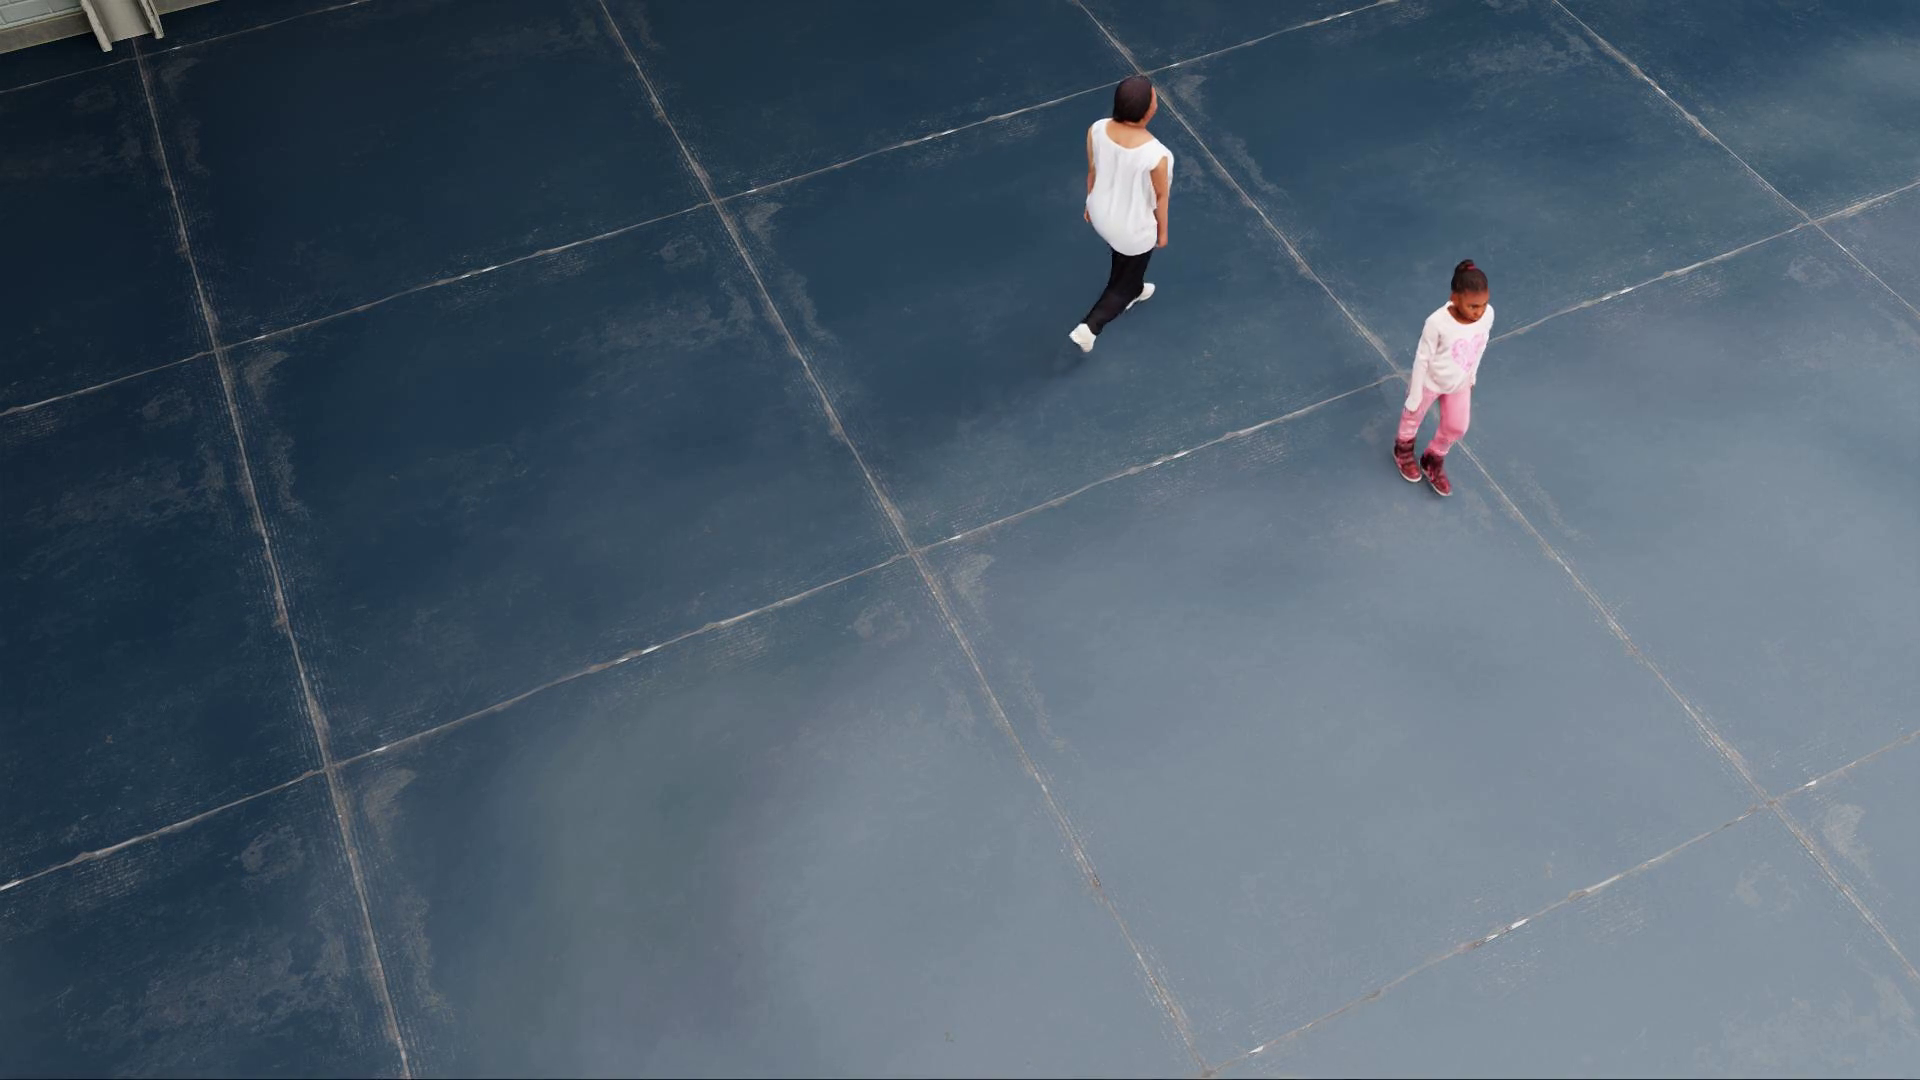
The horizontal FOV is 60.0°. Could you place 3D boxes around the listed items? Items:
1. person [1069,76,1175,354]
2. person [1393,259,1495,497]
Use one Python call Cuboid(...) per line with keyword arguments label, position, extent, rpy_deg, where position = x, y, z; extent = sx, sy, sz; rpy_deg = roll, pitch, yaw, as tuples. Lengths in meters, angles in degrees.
Cuboid(label="person", position=(0.863, -1.712, 8.890), extent=(1.106, 1.664, 0.836), rpy_deg=(-35, 60, -24))
Cuboid(label="person", position=(2.398, -0.874, 8.386), extent=(0.612, 1.436, 0.683), rpy_deg=(-11, 53, -9))
